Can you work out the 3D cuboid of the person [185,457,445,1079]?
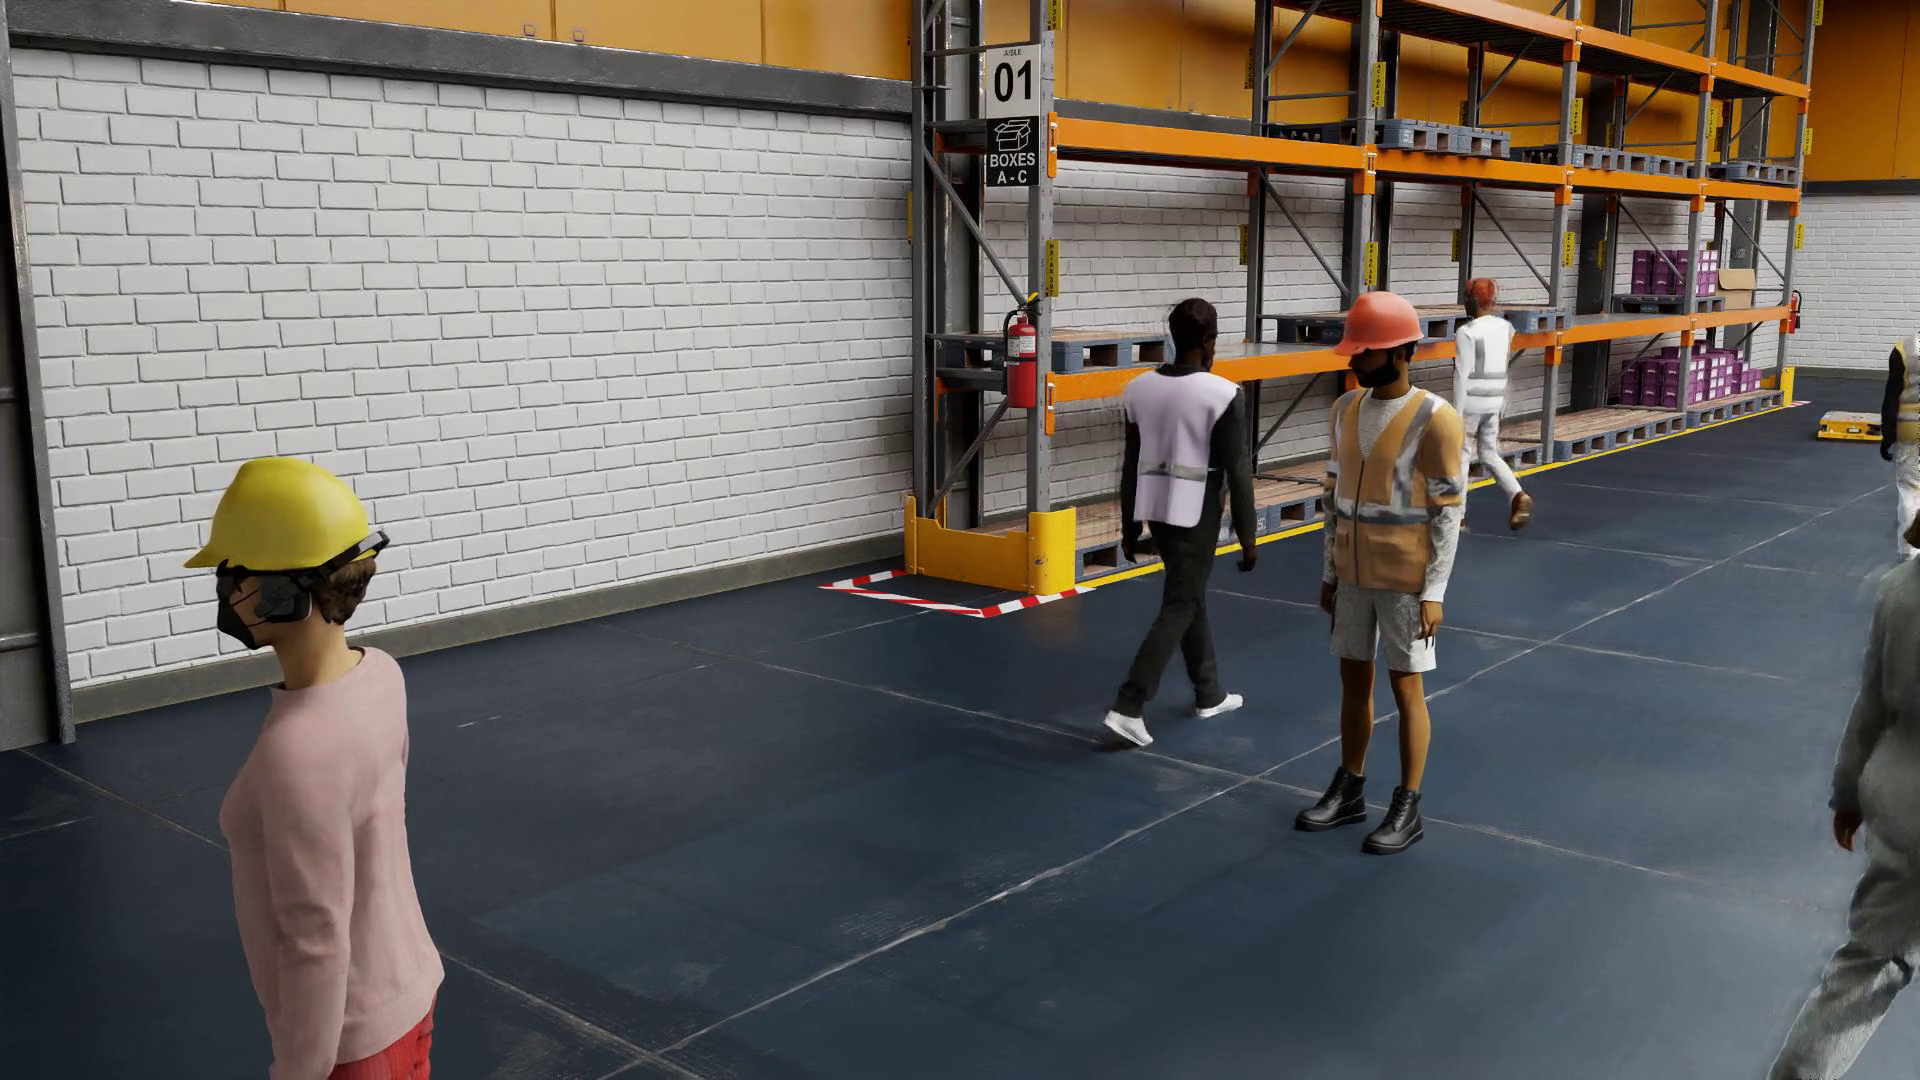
[{"bbox_3d":[-0.978,0.750,2.591,0.319,1.769,0.523,-1,10,-6],"label":"person"}]

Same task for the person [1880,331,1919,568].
[{"bbox_3d":[6.086,-0.636,10.345,0.635,1.826,0.575,4,11,23],"label":"person"}]

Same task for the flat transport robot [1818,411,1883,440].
[{"bbox_3d":[9.863,-1.261,18.296,0.652,0.197,1.431,6,12,31],"label":"flat transport robot"}]

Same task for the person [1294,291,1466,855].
[{"bbox_3d":[1.443,0.118,5.730,0.385,1.929,0.547,-7,12,-35],"label":"person"}]

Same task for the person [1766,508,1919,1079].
[{"bbox_3d":[2.174,0.608,3.604,0.923,1.690,0.512,0,10,3],"label":"person"}]

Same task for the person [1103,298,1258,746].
[{"bbox_3d":[0.937,-0.085,7.049,0.987,1.876,0.608,-9,14,-43],"label":"person"}]

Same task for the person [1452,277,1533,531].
[{"bbox_3d":[3.795,-0.960,12.040,0.588,1.868,0.730,-6,12,-30],"label":"person"}]
